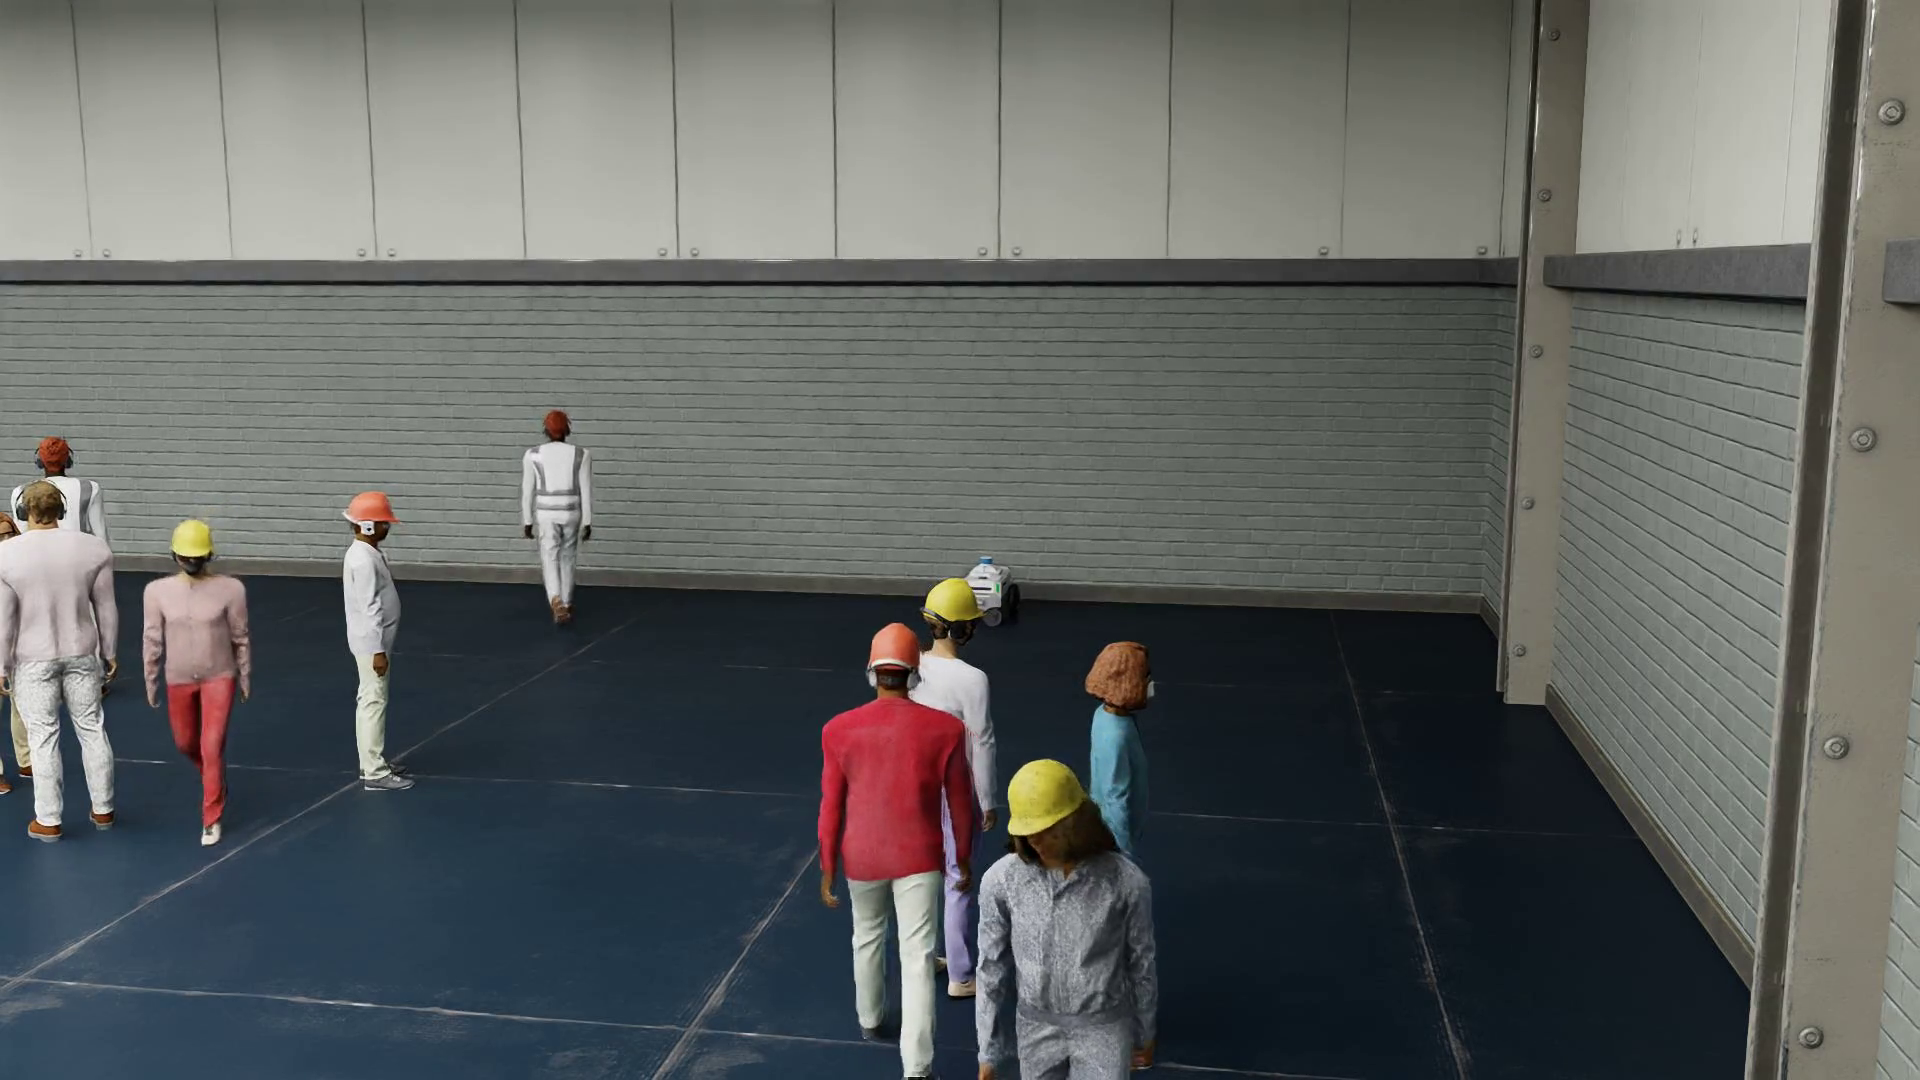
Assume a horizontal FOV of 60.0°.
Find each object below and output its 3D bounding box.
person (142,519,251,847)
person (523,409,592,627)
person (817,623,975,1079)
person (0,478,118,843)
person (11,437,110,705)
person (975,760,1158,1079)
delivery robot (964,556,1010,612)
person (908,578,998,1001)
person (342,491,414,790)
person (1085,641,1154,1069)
[{"bbox_3d":[-4.102,0.724,9.006,0.532,1.734,0.727,-2,9,-12],"label":"person"},{"bbox_3d":[-3.438,-0.192,14.262,0.580,1.854,0.808,-3,10,-16],"label":"person"},{"bbox_3d":[-0.239,1.184,6.260,0.593,1.705,0.841,0,9,0],"label":"person"},{"bbox_3d":[-4.824,0.637,8.879,0.635,1.937,0.352,-9,13,-43],"label":"person"},{"bbox_3d":[-6.274,0.216,11.652,0.574,1.883,0.356,-6,11,-32],"label":"person"},{"bbox_3d":[0.303,1.426,4.742,0.501,1.699,0.753,2,9,14],"label":"person"},{"bbox_3d":[0.227,0.387,14.393,0.477,0.478,0.707,1,9,9],"label":"delivery robot"},{"bbox_3d":[-0.042,1.033,6.969,0.533,1.768,0.310,9,13,44],"label":"person"},{"bbox_3d":[-3.430,0.585,9.767,0.323,1.752,0.562,-4,10,-23],"label":"person"},{"bbox_3d":[0.610,1.190,6.408,0.278,1.634,0.497,0,9,3],"label":"person"}]
